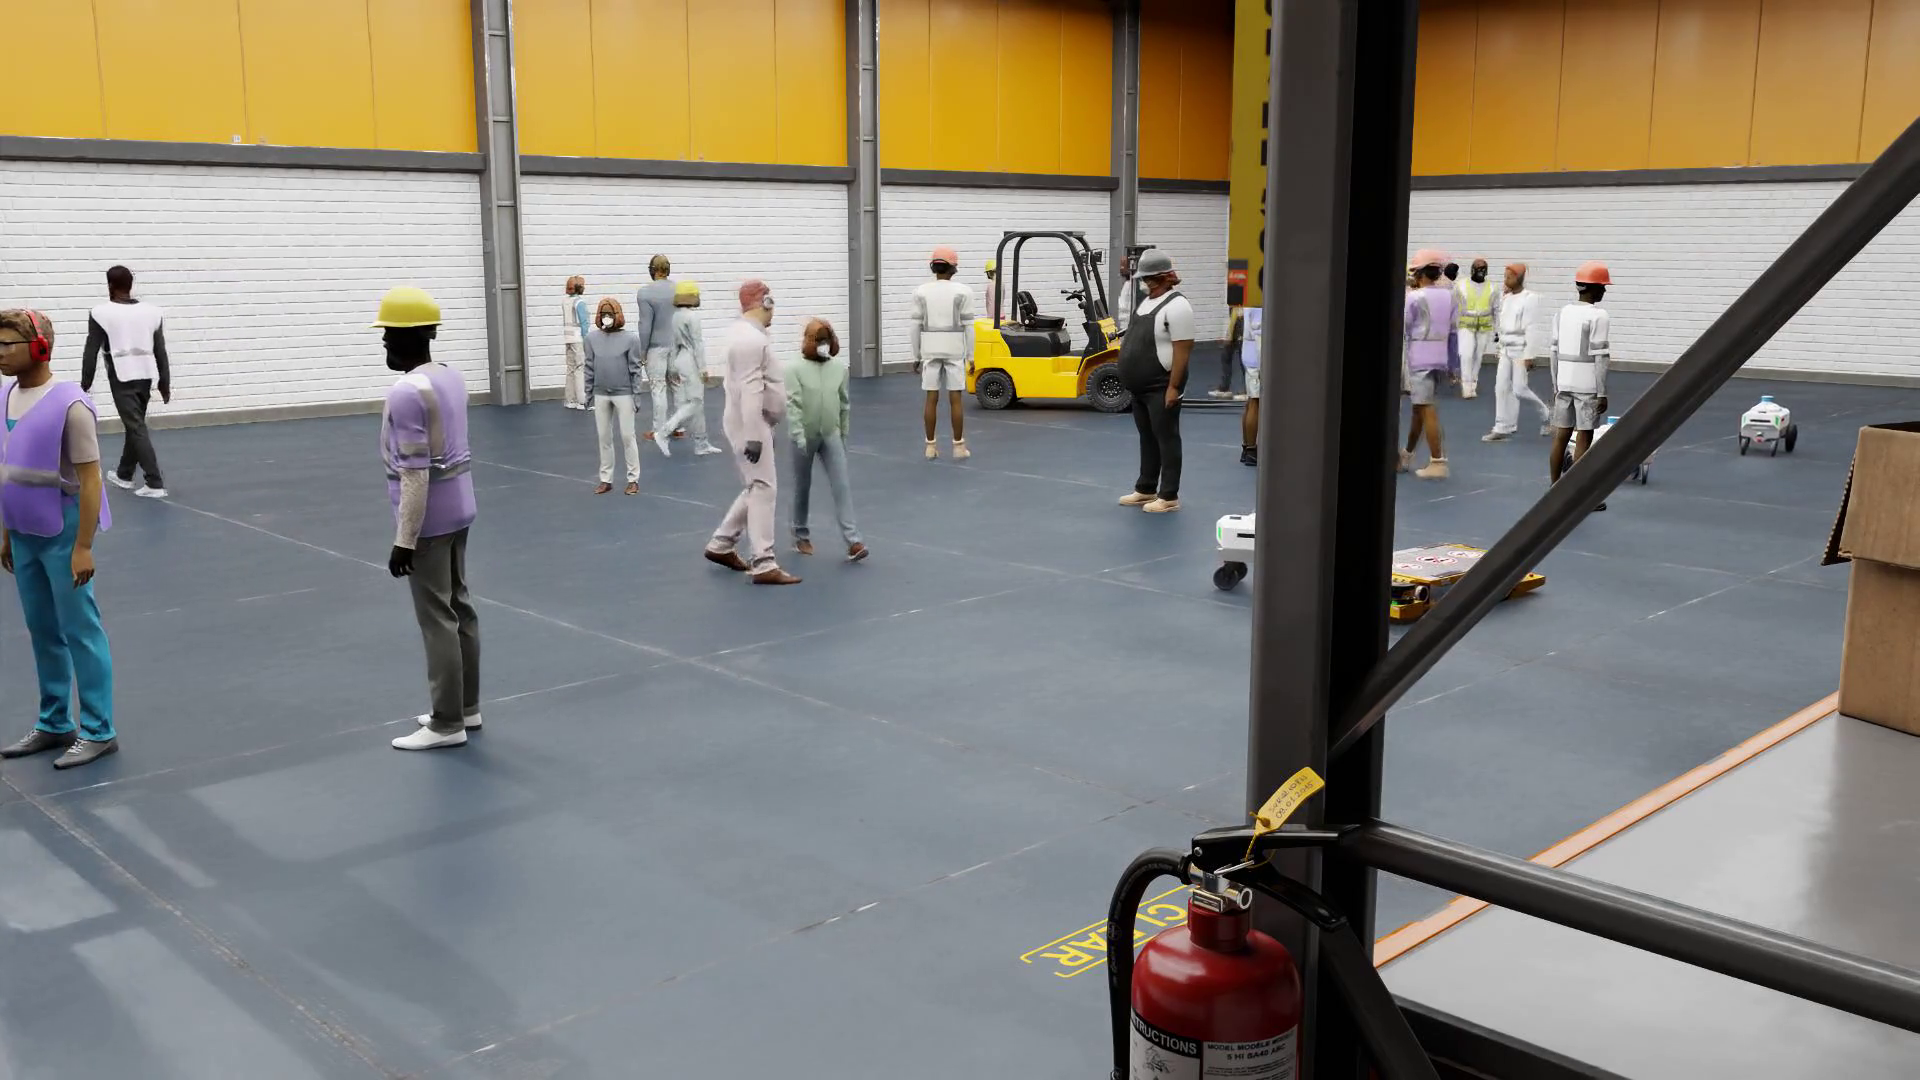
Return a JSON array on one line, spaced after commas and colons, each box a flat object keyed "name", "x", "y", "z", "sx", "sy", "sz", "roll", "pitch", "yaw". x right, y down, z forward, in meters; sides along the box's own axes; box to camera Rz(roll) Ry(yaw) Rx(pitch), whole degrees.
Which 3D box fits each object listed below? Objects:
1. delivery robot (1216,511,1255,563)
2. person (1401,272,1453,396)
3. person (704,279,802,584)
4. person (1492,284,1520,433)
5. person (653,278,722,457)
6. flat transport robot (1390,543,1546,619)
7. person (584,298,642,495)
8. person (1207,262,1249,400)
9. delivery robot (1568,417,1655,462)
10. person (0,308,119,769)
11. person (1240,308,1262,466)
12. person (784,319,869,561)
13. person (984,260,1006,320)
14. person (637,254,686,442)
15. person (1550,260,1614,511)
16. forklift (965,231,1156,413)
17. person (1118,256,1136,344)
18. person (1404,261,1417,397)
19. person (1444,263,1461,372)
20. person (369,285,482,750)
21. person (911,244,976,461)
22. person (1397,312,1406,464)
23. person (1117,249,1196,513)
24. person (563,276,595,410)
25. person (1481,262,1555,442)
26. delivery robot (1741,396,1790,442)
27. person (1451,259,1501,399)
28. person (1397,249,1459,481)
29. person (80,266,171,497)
[{"name": "delivery robot", "x": 1.912, "y": -0.015, "z": 10.024, "sx": 0.707, "sy": 0.478, "sz": 0.477, "roll": 4, "pitch": 11, "yaw": 21}, {"name": "person", "x": 6.173, "y": -2.857, "z": 22.086, "sx": 0.403, "sy": 1.911, "sz": 0.637, "roll": -10, "pitch": 15, "yaw": -44}, {"name": "person", "x": -1.314, "y": -0.679, "z": 10.343, "sx": 0.554, "sy": 1.872, "sz": 0.693, "roll": -1, "pitch": 10, "yaw": -5}, {"name": "person", "x": 5.968, "y": -1.978, "z": 18.026, "sx": 0.310, "sy": 1.640, "sz": 0.514, "roll": 4, "pitch": 11, "yaw": 22}, {"name": "person", "x": -2.636, "y": -1.652, "z": 16.006, "sx": 0.710, "sy": 1.721, "sz": 0.507, "roll": -6, "pitch": 12, "yaw": -28}, {"name": "flat transport robot", "x": 2.754, "y": 0.221, "z": 9.769, "sx": 1.431, "sy": 0.197, "sz": 0.652, "roll": -8, "pitch": 13, "yaw": -38}, {"name": "person", "x": -2.859, "y": -1.179, "z": 13.723, "sx": 0.504, "sy": 1.629, "sz": 0.281, "roll": 2, "pitch": 11, "yaw": 12}, {"name": "person", "x": 3.489, "y": -2.696, "z": 21.444, "sx": 0.777, "sy": 1.816, "sz": 0.553, "roll": 2, "pitch": 11, "yaw": 13}, {"name": "delivery robot", "x": 5.677, "y": -0.830, "z": 14.469, "sx": 0.707, "sy": 0.478, "sz": 0.477, "roll": -1, "pitch": 10, "yaw": -3}, {"name": "person", "x": -3.670, "y": -0.010, "z": 6.730, "sx": 0.565, "sy": 1.846, "sz": 0.388, "roll": 6, "pitch": 12, "yaw": 28}, {"name": "person", "x": 2.802, "y": -1.647, "z": 15.434, "sx": 0.374, "sy": 1.928, "sz": 0.542, "roll": 1, "pitch": 10, "yaw": 4}, {"name": "person", "x": -0.893, "y": -0.643, "z": 10.881, "sx": 0.503, "sy": 1.579, "sz": 0.855, "roll": -5, "pitch": 12, "yaw": -27}, {"name": "person", "x": 0.514, "y": -3.336, "z": 25.110, "sx": 0.325, "sy": 1.760, "sz": 0.523, "roll": 4, "pitch": 11, "yaw": 23}, {"name": "person", "x": -3.079, "y": -1.980, "z": 17.221, "sx": 0.367, "sy": 1.939, "sz": 0.634, "roll": 9, "pitch": 14, "yaw": 40}, {"name": "person", "x": 4.848, "y": -1.195, "z": 12.940, "sx": 0.375, "sy": 1.935, "sz": 0.551, "roll": -4, "pitch": 11, "yaw": -22}, {"name": "forklift", "x": 1.222, "y": -2.721, "z": 20.561, "sx": 2.313, "sy": 2.155, "sz": 1.214, "roll": 2, "pitch": 11, "yaw": 13}, {"name": "person", "x": 2.260, "y": -2.759, "z": 21.682, "sx": 0.520, "sy": 1.872, "sz": 0.579, "roll": -2, "pitch": 11, "yaw": -9}, {"name": "person", "x": 5.796, "y": -2.780, "z": 21.987, "sx": 0.725, "sy": 1.797, "sz": 0.625, "roll": 5, "pitch": 12, "yaw": 26}, {"name": "person", "x": 7.658, "y": -3.479, "z": 26.056, "sx": 0.316, "sy": 1.695, "sz": 0.542, "roll": -10, "pitch": 14, "yaw": -43}, {"name": "person", "x": -2.220, "y": -0.086, "z": 6.921, "sx": 0.375, "sy": 1.929, "sz": 0.585, "roll": 1, "pitch": 10, "yaw": 4}, {"name": "person", "x": -0.148, "y": -1.773, "z": 15.806, "sx": 0.614, "sy": 2.040, "sz": 0.390, "roll": 2, "pitch": 11, "yaw": 11}, {"name": "person", "x": 3.607, "y": -1.462, "z": 14.567, "sx": 0.650, "sy": 1.892, "sz": 0.969, "roll": 9, "pitch": 14, "yaw": 41}, {"name": "person", "x": 1.484, "y": -1.236, "z": 12.883, "sx": 0.536, "sy": 2.000, "sz": 0.672, "roll": -4, "pitch": 11, "yaw": -20}, {"name": "person", "x": -4.693, "y": -2.392, "z": 20.339, "sx": 0.357, "sy": 1.650, "sz": 0.538, "roll": -9, "pitch": 14, "yaw": -39}, {"name": "person", "x": 5.792, "y": -1.928, "z": 17.149, "sx": 0.706, "sy": 1.864, "sz": 0.597, "roll": -3, "pitch": 11, "yaw": -17}, {"name": "delivery robot", "x": 7.914, "y": -1.172, "z": 16.332, "sx": 0.477, "sy": 0.478, "sz": 0.707, "roll": 7, "pitch": 13, "yaw": 33}, {"name": "person", "x": 6.742, "y": -2.738, "z": 21.676, "sx": 0.660, "sy": 1.812, "sz": 0.788, "roll": 1, "pitch": 10, "yaw": 3}, {"name": "person", "x": 4.009, "y": -1.547, "z": 14.668, "sx": 0.632, "sy": 1.997, "sz": 0.927, "roll": -7, "pitch": 12, "yaw": -33}, {"name": "person", "x": -6.909, "y": -1.306, "z": 13.705, "sx": 0.958, "sy": 1.870, "sz": 0.612, "roll": 6, "pitch": 12, "yaw": 29}]
